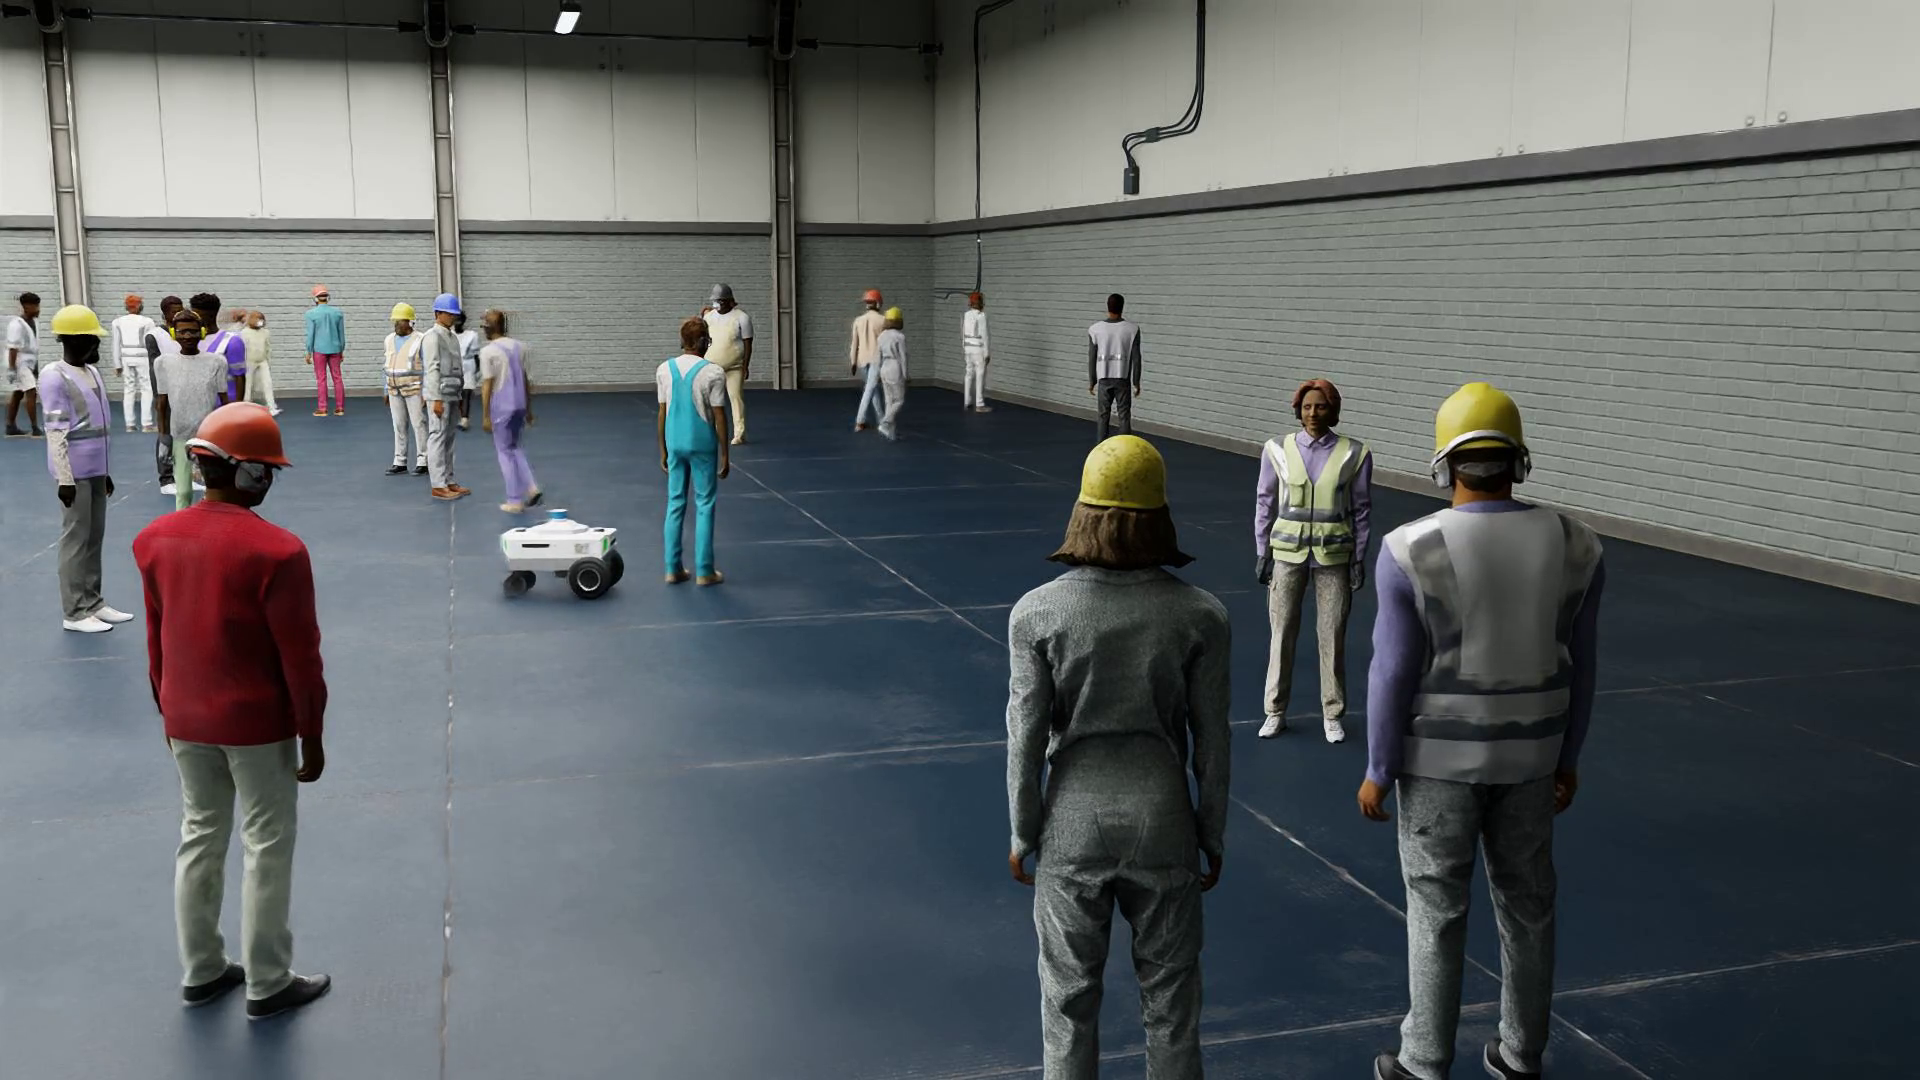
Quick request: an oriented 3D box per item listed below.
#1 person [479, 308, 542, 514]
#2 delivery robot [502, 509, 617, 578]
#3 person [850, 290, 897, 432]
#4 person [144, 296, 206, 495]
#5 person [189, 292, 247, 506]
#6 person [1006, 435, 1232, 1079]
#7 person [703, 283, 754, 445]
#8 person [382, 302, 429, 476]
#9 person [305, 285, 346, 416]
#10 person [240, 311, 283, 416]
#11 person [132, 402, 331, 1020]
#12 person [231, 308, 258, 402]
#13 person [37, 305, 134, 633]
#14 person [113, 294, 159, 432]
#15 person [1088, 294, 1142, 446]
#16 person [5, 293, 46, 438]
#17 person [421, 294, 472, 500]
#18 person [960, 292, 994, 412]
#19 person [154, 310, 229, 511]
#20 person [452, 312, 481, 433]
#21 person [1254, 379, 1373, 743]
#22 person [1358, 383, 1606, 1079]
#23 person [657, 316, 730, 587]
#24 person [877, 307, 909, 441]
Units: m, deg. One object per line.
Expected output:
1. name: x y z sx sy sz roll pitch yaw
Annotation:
1. person: -4.023 -1.127 14.704 0.392 1.820 0.557 5 10 28
2. delivery robot: -2.638 0.041 10.973 0.707 0.478 0.477 0 9 0
3. person: -1.192 -2.463 22.900 0.593 1.937 1.081 6 11 35
4. person: -7.636 -1.406 16.173 0.395 1.917 0.587 2 9 15
5. person: -6.635 -1.220 14.836 0.608 1.963 0.369 3 9 19
6. person: 0.346 0.639 3.677 0.492 1.742 0.324 0 9 2
7. person: -2.964 -2.208 20.895 0.684 2.000 0.535 3 9 19
8. person: -5.859 -1.588 17.591 0.590 1.835 0.404 3 9 18
9. person: -9.660 -2.872 25.308 0.391 1.986 0.609 8 12 43
10. person: -10.521 -2.624 24.971 0.865 1.590 0.510 8 12 42
11. person: -2.021 0.482 4.703 0.574 1.738 0.355 3 9 18
12. person: -11.153 -2.801 25.977 0.523 1.618 0.546 -3 9 -17
13. person: -5.180 -0.421 9.853 0.374 1.924 0.595 -1 9 -5
14. person: -11.188 -2.394 22.616 0.578 1.876 0.343 0 9 3
15. person: 1.741 -1.802 18.697 0.597 1.917 0.383 2 9 11
16. person: -12.275 -2.273 21.787 0.704 1.907 0.614 -1 9 -9
17. person: -4.876 -1.355 15.768 0.402 1.942 0.604 0 9 3
18. person: 0.255 -2.944 26.138 0.392 1.866 0.625 -8 12 -41
19. person: -5.521 -0.727 12.021 0.508 1.863 0.327 -4 10 -22
20. person: -6.833 -2.296 22.683 0.545 1.643 0.907 0 9 -3
21. person: 1.583 0.092 7.495 0.514 1.641 0.307 2 9 14
22. person: 1.274 0.526 4.139 0.586 1.825 0.404 -1 9 -8
23. person: -1.799 -0.592 11.257 0.519 1.835 0.350 3 9 17
24. person: -0.877 -2.112 21.285 0.499 1.732 0.497 8 12 42
